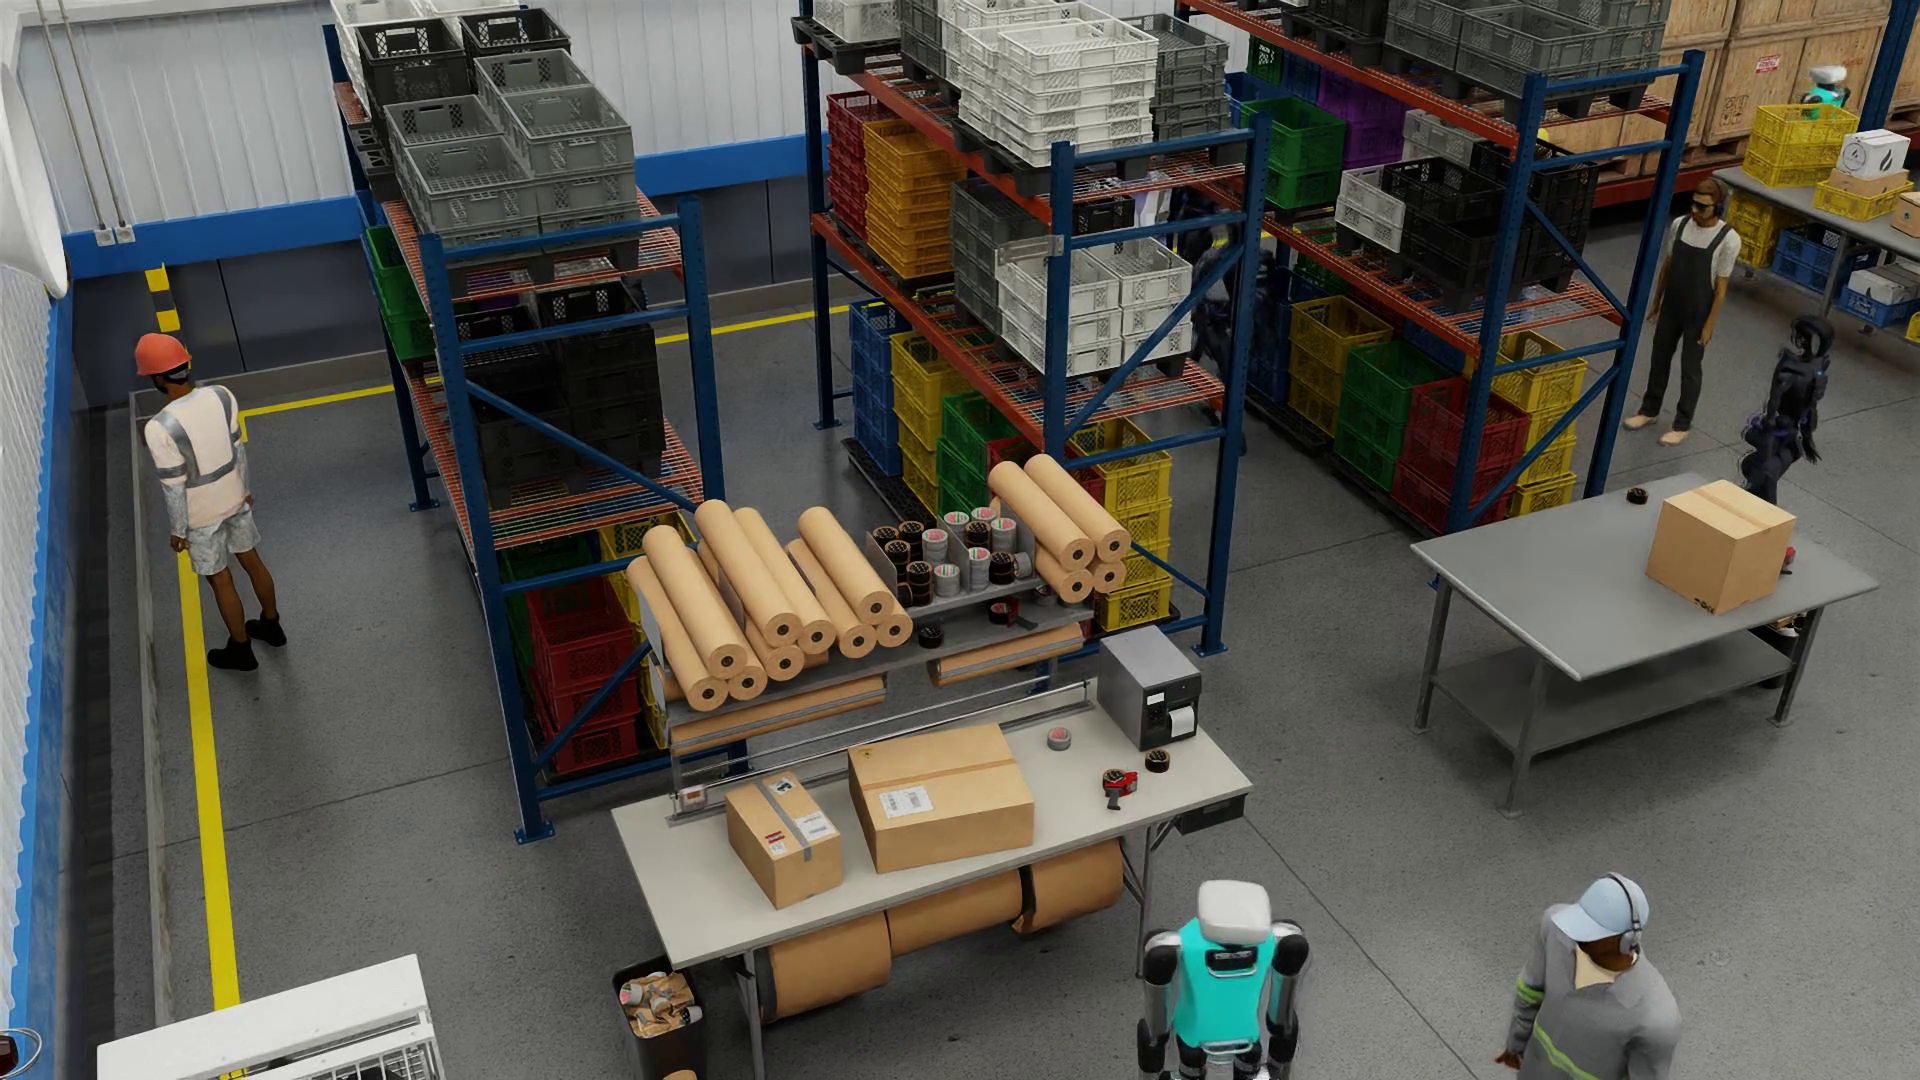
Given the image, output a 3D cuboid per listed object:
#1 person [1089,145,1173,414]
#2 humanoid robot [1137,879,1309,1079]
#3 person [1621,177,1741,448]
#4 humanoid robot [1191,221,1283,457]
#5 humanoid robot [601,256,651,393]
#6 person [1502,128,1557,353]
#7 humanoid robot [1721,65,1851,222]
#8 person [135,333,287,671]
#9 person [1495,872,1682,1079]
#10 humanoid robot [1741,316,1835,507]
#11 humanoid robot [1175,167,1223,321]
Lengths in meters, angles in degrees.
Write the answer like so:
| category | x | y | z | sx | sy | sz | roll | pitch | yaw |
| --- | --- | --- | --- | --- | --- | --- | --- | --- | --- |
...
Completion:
| category | x | y | z | sx | sy | sz | roll | pitch | yaw |
| --- | --- | --- | --- | --- | --- | --- | --- | --- | --- |
| person | 1.144 | -1.824 | 11.243 | 0.608 | 2.042 | 0.394 | -11 | 33 | -18 |
| humanoid robot | 0.876 | 2.006 | 5.324 | 0.532 | 1.766 | 0.956 | -3 | 32 | -5 |
| person | 4.759 | -1.498 | 10.913 | 0.342 | 1.836 | 0.504 | -19 | 36 | -28 |
| humanoid robot | 1.819 | -1.386 | 10.936 | 0.613 | 1.642 | 0.625 | -6 | 32 | -9 |
| humanoid robot | -2.037 | -1.053 | 10.326 | 0.315 | 1.654 | 0.599 | -6 | 32 | -10 |
| person | 4.021 | -2.114 | 11.982 | 0.523 | 1.759 | 0.325 | -25 | 40 | -35 |
| humanoid robot | 6.576 | -3.045 | 13.545 | 0.530 | 1.772 | 0.995 | -20 | 37 | -29 |
| person | -3.934 | -0.188 | 8.694 | 0.366 | 1.928 | 0.541 | 12 | 34 | 19 |
| person | 2.003 | 1.818 | 5.508 | 0.400 | 1.851 | 0.590 | -13 | 34 | -20 |
| humanoid robot | 4.725 | -0.527 | 9.529 | 0.591 | 1.626 | 0.767 | -22 | 38 | -32 |
| humanoid robot | 1.765 | -2.390 | 12.503 | 0.370 | 1.645 | 0.600 | -9 | 33 | -14 |
